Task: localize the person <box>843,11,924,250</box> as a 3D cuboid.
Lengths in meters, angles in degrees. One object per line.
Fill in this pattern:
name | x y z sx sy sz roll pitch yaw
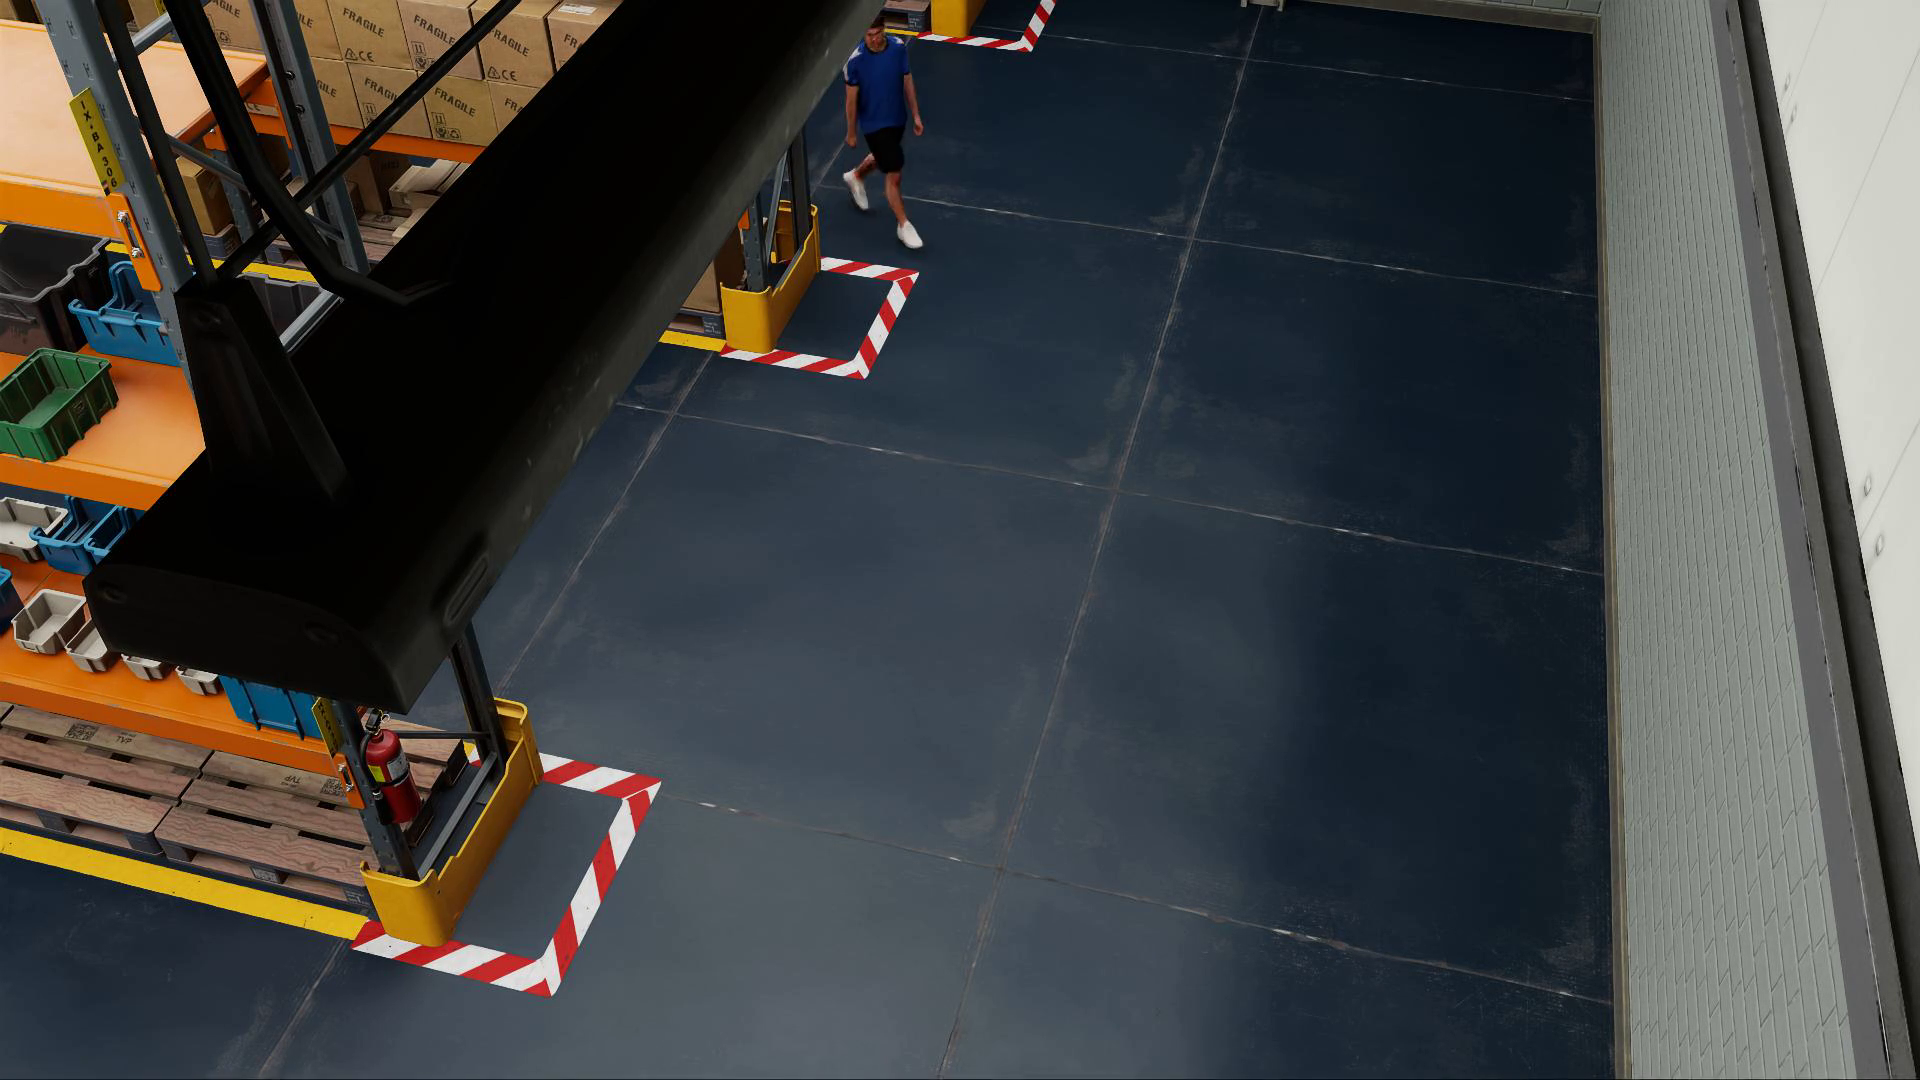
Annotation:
person | -0.617 -3.091 12.160 1.175 1.815 1.332 -31 51 -29
